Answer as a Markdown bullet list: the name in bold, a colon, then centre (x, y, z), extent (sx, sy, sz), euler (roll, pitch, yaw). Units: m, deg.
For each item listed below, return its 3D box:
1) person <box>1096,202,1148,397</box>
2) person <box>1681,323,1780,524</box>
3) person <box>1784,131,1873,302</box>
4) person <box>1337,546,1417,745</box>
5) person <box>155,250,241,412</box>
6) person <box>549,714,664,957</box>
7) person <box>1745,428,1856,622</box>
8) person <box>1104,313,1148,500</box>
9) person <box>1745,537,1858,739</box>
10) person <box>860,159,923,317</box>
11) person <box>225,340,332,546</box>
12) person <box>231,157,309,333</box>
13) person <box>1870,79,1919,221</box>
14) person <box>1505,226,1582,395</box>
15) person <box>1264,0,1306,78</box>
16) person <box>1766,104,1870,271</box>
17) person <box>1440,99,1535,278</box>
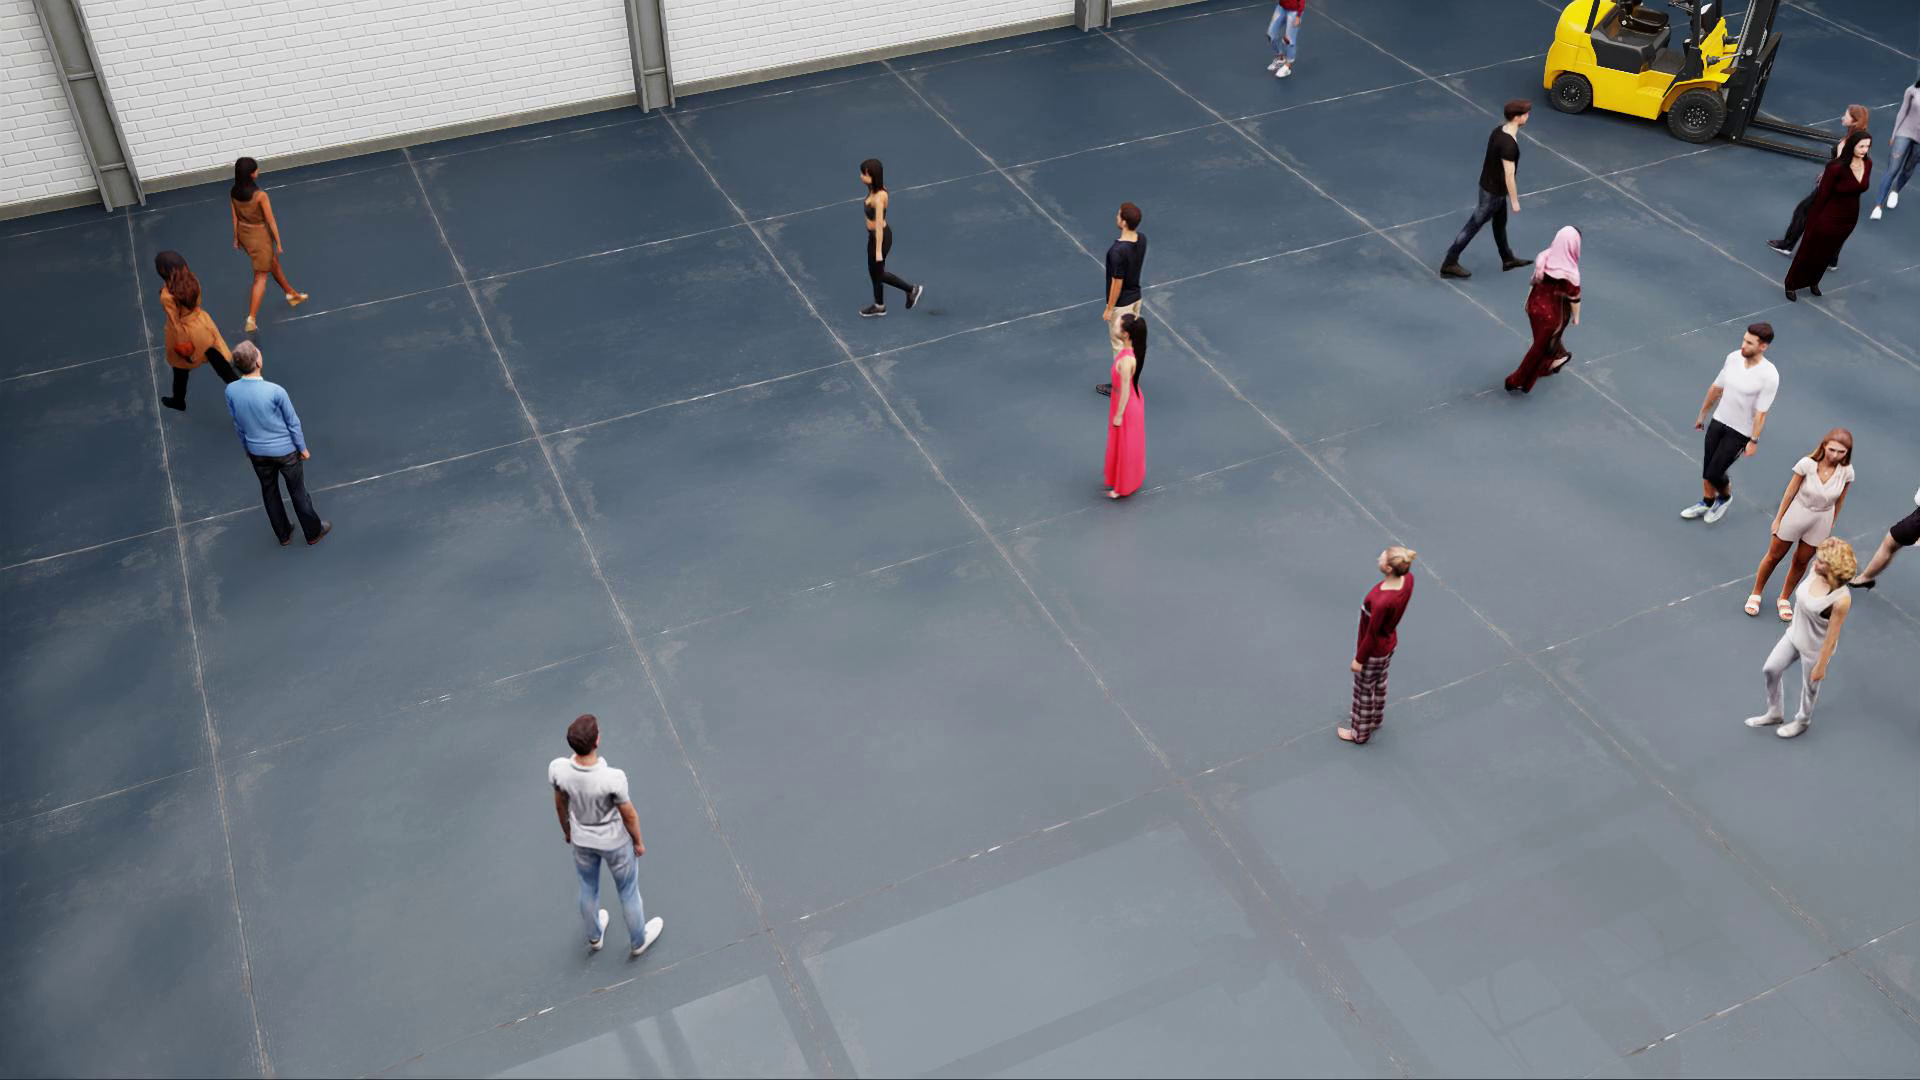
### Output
- **person**: centre (1.458, -2.127, 14.721), extent (0.768, 1.858, 0.637), euler (25, 45, 28)
- **person**: centre (6.212, -0.924, 13.230), extent (0.663, 1.838, 0.702), euler (-14, 41, -17)
- **person**: centre (8.420, -3.137, 16.067), extent (0.574, 1.756, 0.741), euler (-13, 40, -15)
- **person**: centre (2.839, 0.700, 11.310), extent (0.741, 1.698, 0.610), euler (25, 45, 27)
- **person**: centre (-6.495, -1.697, 14.332), extent (1.232, 1.672, 1.190), euler (14, 41, 17)
- **person**: centre (-2.126, 1.769, 9.849), extent (0.690, 1.850, 0.785), euler (8, 39, 10)
- **person**: centre (6.282, -0.134, 12.355), extent (0.660, 1.695, 0.723), euler (11, 40, 14)
- **person**: centre (1.351, -1.085, 13.522), extent (0.761, 1.725, 0.715), euler (10, 40, 12)
- **person**: centre (5.893, 0.675, 11.382), extent (0.807, 1.646, 0.830), euler (-7, 39, -9)
- **person**: centre (-0.683, -2.847, 15.807), extent (0.896, 1.628, 0.690), euler (-7, 39, -9)
- **person**: centre (-5.389, -0.745, 13.024), extent (0.670, 1.816, 0.798), euler (2, 39, 3)
- **person**: centre (-6.664, -2.738, 15.657), extent (1.051, 1.644, 1.163), euler (12, 40, 15)
- **person**: centre (10.056, -4.235, 17.492), extent (1.034, 1.694, 1.162), euler (18, 42, 21)
- **person**: centre (5.175, -2.010, 14.787), extent (1.015, 1.593, 0.624), euler (-17, 42, -20)
- **person**: centre (4.091, -6.481, 20.362), extent (0.675, 1.622, 0.666), euler (-26, 45, -29)
- **person**: centre (8.795, -3.467, 16.518), extent (0.966, 1.709, 0.873), euler (-27, 46, -30)
- **person**: centre (5.136, -3.412, 16.332), extent (1.236, 1.855, 1.076), euler (7, 39, 9)
